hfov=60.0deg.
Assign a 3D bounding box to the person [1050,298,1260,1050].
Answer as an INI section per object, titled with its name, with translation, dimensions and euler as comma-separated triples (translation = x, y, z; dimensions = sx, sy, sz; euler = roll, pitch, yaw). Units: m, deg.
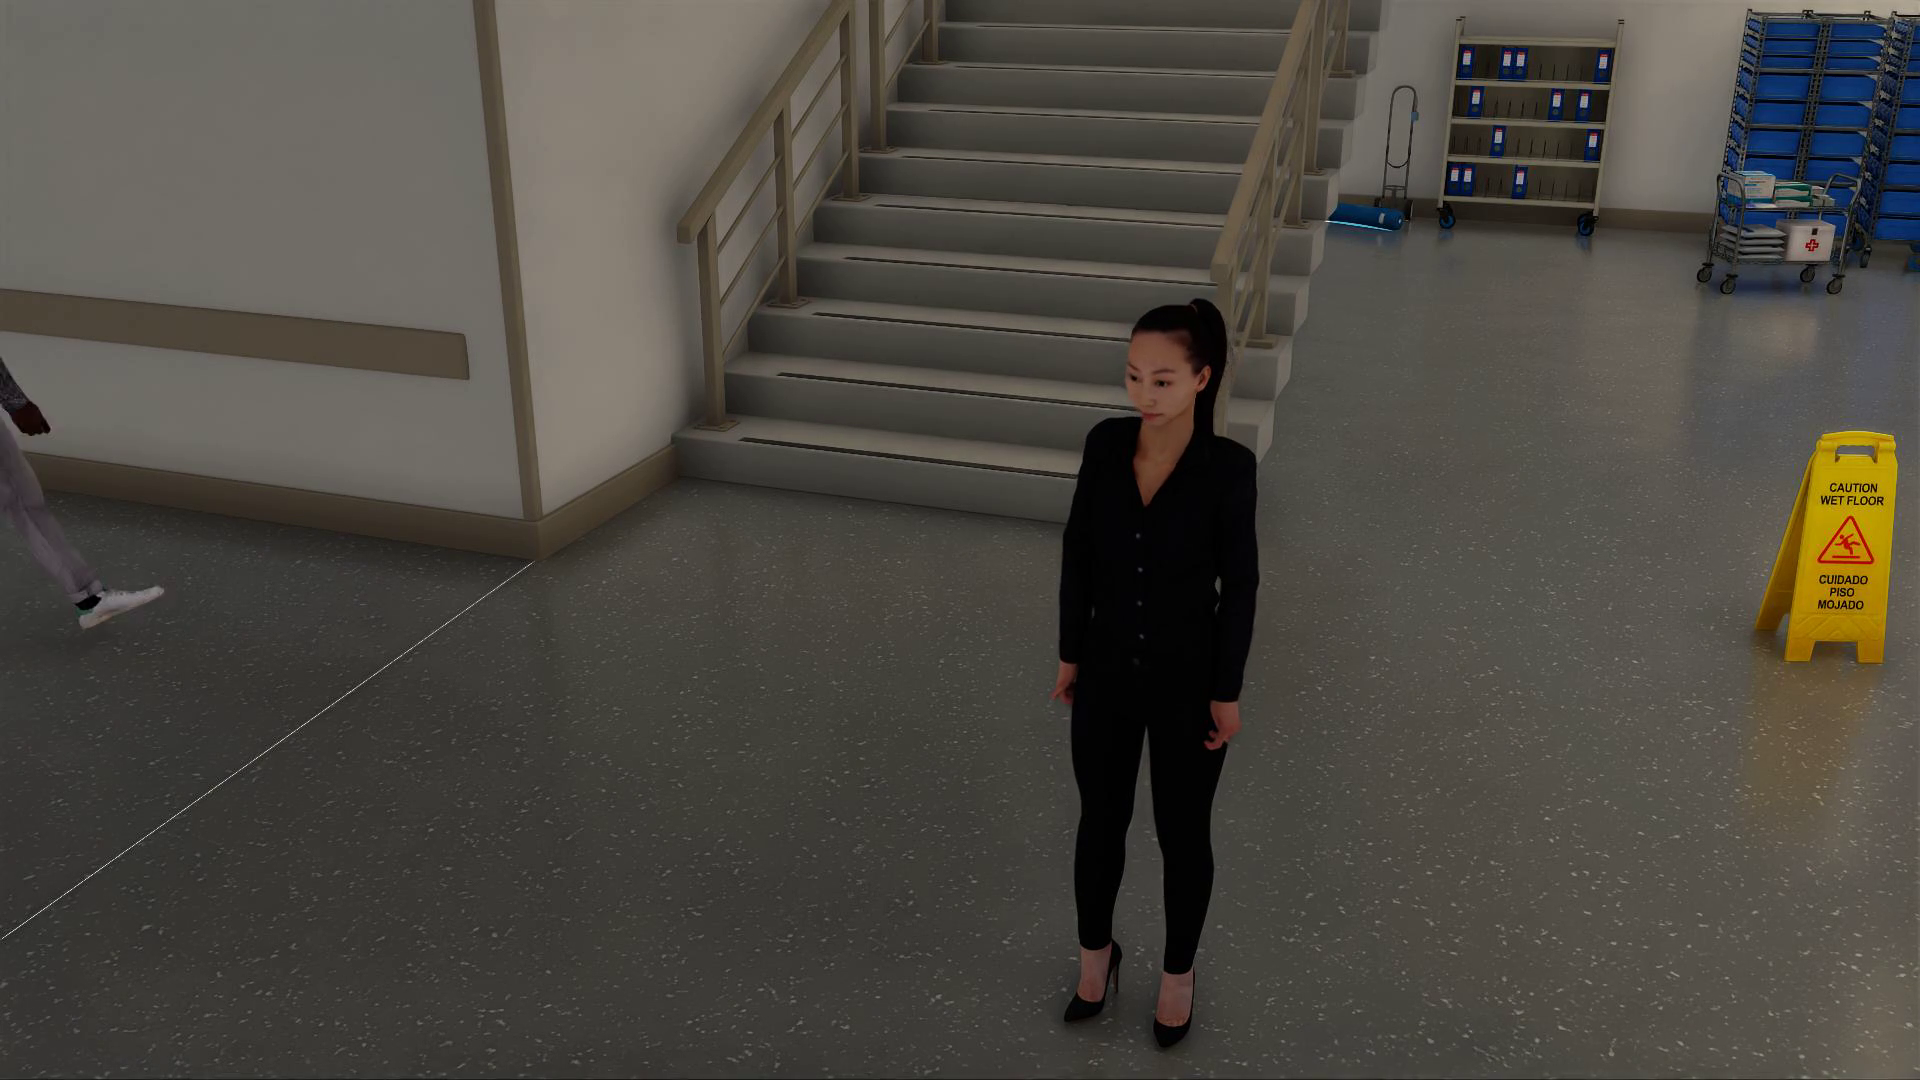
[person]
translation = 0.411, 0.324, 3.596
dimensions = 0.598, 1.714, 0.513
euler = 11, 23, 26
